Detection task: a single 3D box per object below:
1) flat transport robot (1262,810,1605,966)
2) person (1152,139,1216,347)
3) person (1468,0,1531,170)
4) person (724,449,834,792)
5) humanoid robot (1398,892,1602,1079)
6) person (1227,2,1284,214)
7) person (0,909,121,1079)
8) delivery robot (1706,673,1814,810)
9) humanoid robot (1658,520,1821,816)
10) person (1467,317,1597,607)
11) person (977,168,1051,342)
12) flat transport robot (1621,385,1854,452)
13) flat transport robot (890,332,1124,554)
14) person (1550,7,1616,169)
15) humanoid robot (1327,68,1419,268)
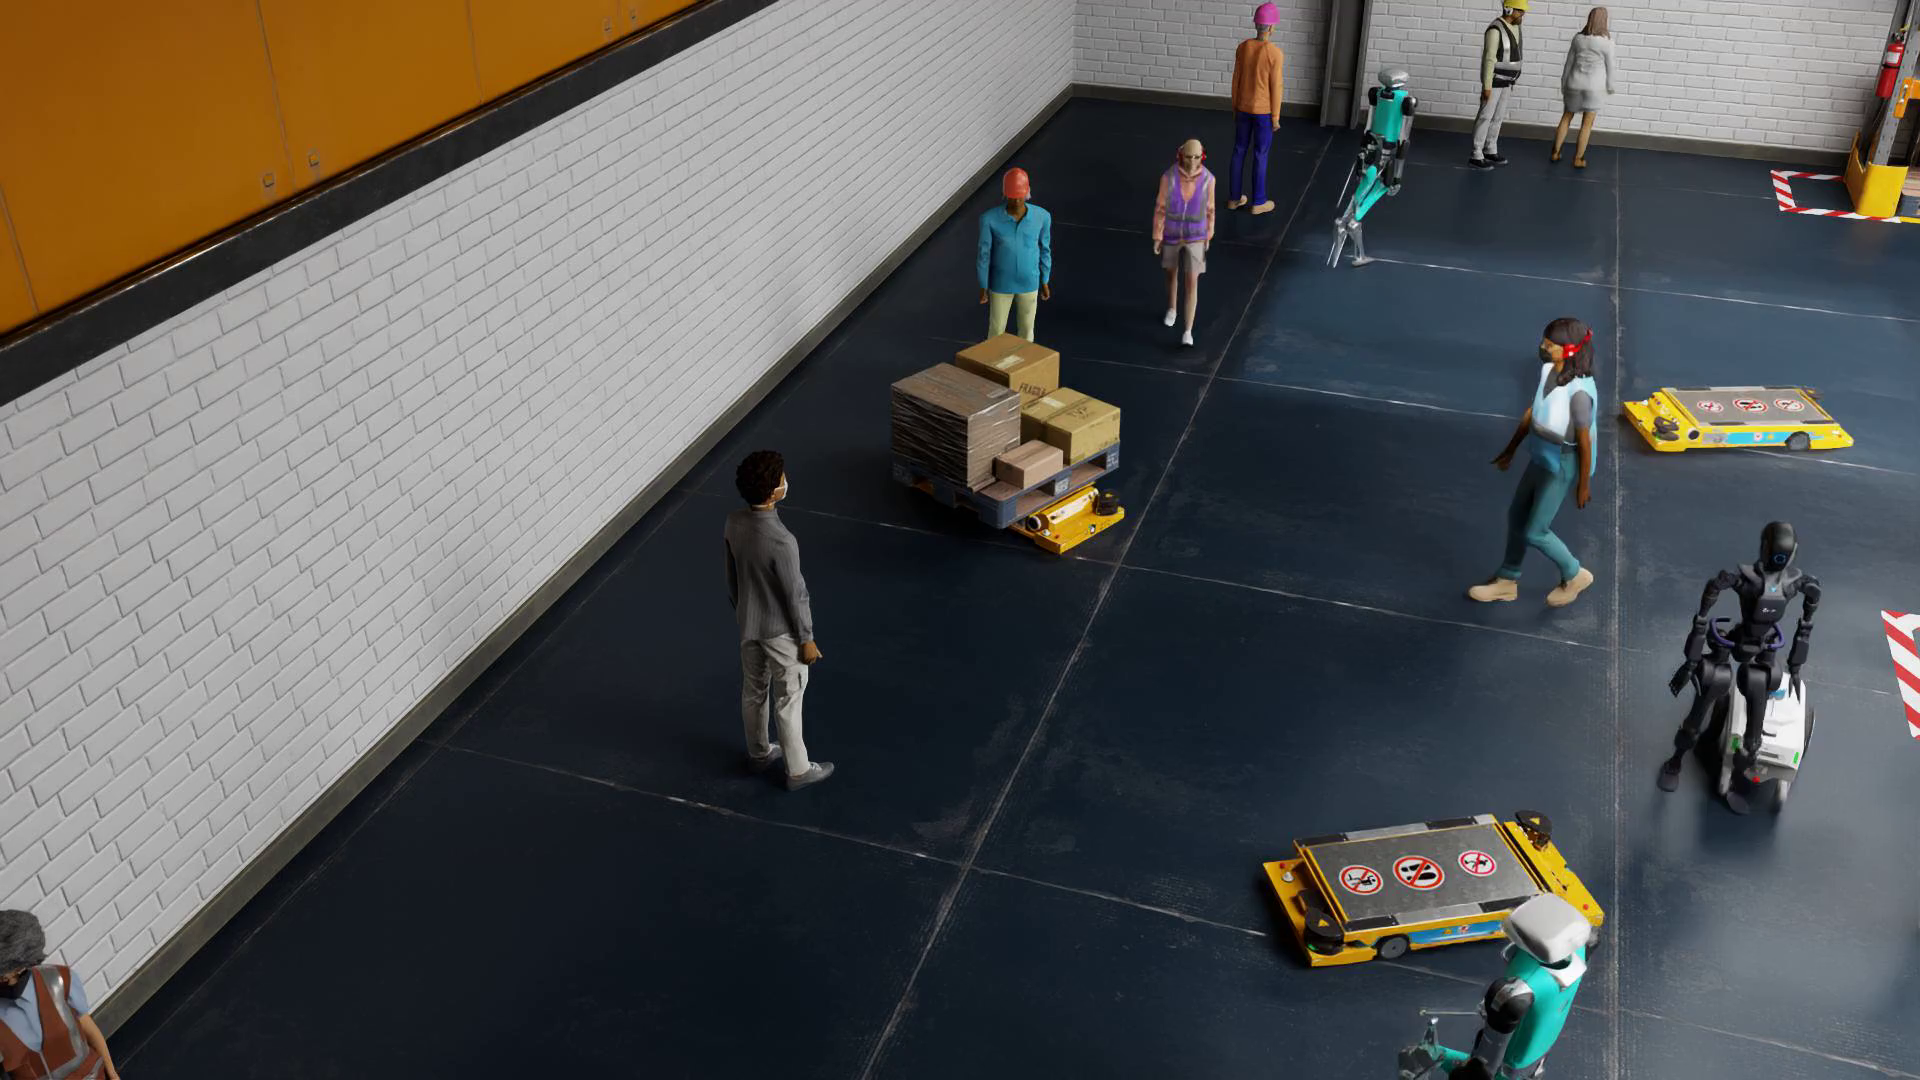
[{"bbox_3d":[2.221,1.634,7.845,1.431,0.231,0.659,-6,31,-9],"label":"flat transport robot"},{"bbox_3d":[1.783,-2.386,13.325,0.483,1.642,0.916,5,31,9],"label":"person"},{"bbox_3d":[5.581,-4.760,17.194,0.403,1.825,0.589,25,39,36],"label":"person"},{"bbox_3d":[-0.944,0.421,8.303,0.527,1.899,0.396,22,37,33],"label":"person"},{"bbox_3d":[1.775,1.860,6.041,0.574,1.779,0.888,-23,38,-34],"label":"humanoid robot"},{"bbox_3d":[2.852,-4.139,15.977,0.511,1.983,0.390,23,37,33],"label":"person"},{"bbox_3d":[-3.200,1.975,5.872,0.317,1.681,0.432,26,39,36],"label":"person"},{"bbox_3d":[4.192,0.985,8.682,0.499,0.610,0.814,13,33,21],"label":"delivery robot"},{"bbox_3d":[3.864,0.604,8.204,0.616,1.641,0.349,4,31,6],"label":"humanoid robot"},{"bbox_3d":[3.475,-0.412,9.760,0.728,1.853,0.582,-2,30,-3],"label":"person"},{"bbox_3d":[0.410,-1.936,12.453,0.572,1.748,0.341,-5,31,-8],"label":"person"},{"bbox_3d":[5.661,-0.880,12.123,1.431,0.231,0.659,-1,30,-2],"label":"flat transport robot"},{"bbox_3d":[0.347,-0.340,11.204,1.431,0.231,0.659,26,39,37],"label":"flat transport robot"},{"bbox_3d":[6.477,-4.669,17.202,0.509,1.660,0.378,22,37,33],"label":"person"},{"bbox_3d":[3.539,-3.151,14.650,0.762,1.897,0.544,-17,34,-26],"label":"humanoid robot"}]
